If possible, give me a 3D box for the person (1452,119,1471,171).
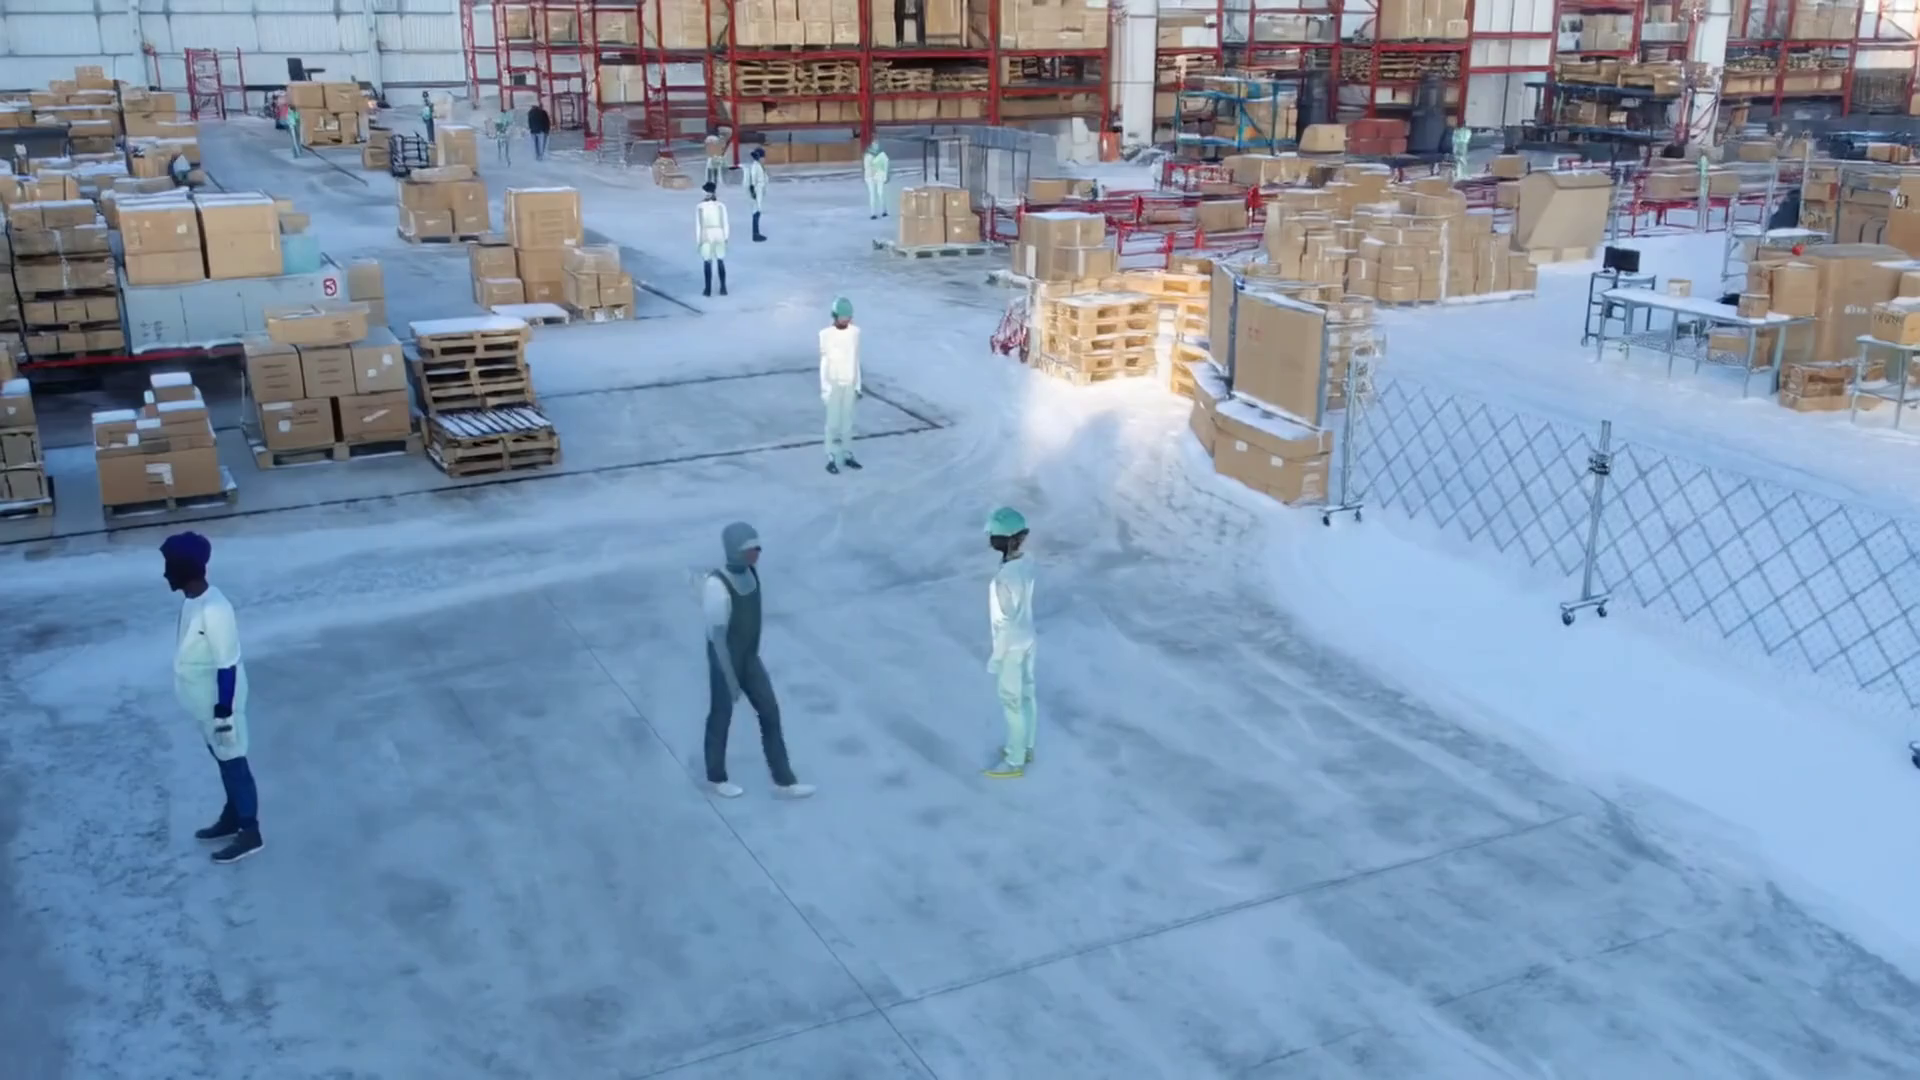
[{"bbox_3d":[14.559,-11.402,48.327,0.525,1.668,0.753,8,19,23],"label":"person"}]

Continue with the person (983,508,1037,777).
[{"bbox_3d":[0.311,0.651,10.600,0.331,1.768,0.526,8,19,22],"label":"person"}]

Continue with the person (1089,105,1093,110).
[{"bbox_3d":[5.351,-18.176,69.145,0.677,1.896,0.713,-1,18,-4],"label":"person"}]

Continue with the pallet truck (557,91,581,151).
[{"bbox_3d":[-13.495,-14.412,57.188,0.823,1.965,1.885,-3,18,-9],"label":"pallet truck"}]

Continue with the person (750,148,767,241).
[{"bbox_3d":[-4.228,-7.276,35.063,0.398,1.928,0.541,-3,18,-10],"label":"person"}]

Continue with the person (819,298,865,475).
[{"bbox_3d":[-1.238,-1.625,17.542,0.516,1.865,0.329,-14,22,-37],"label":"person"}]

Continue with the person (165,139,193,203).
[{"bbox_3d":[-17.293,-7.944,36.955,1.046,2.000,0.688,-7,19,-22],"label":"person"}]

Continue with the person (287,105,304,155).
[{"bbox_3d":[-22.193,-13.671,55.453,0.308,1.641,0.514,7,19,19],"label":"person"}]

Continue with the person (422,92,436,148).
[{"bbox_3d":[-18.669,-14.758,58.412,0.396,1.911,0.588,-16,24,-41],"label":"person"}]

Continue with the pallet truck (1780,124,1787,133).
[{"bbox_3d":[25.206,-12.542,52.601,1.601,1.201,0.680,0,18,-2],"label":"pallet truck"}]

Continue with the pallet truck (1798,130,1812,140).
[{"bbox_3d":[25.526,-11.556,49.408,1.630,1.274,0.653,-9,20,-26],"label":"pallet truck"}]

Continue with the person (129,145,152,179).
[{"bbox_3d":[-18.183,-7.863,37.042,0.588,1.832,0.450,3,18,9],"label":"person"}]

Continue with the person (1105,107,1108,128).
[{"bbox_3d":[5.923,-16.714,64.964,0.517,1.616,0.529,0,18,-1],"label":"person"}]

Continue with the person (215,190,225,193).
[{"bbox_3d":[-12.062,-4.770,27.266,0.390,1.913,0.587,3,18,8],"label":"person"}]

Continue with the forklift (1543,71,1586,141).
[{"bbox_3d":[18.685,-13.231,52.085,1.873,2.768,1.129,-9,20,-26],"label":"forklift"}]

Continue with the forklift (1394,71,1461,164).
[{"bbox_3d":[14.939,-13.381,52.552,1.873,2.768,1.129,-9,20,-26],"label":"forklift"}]

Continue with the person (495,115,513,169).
[{"bbox_3d":[-13.909,-12.164,50.783,0.525,1.617,0.553,-1,18,-4],"label":"person"}]

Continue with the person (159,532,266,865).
[{"bbox_3d":[-4.277,0.894,9.521,0.369,1.967,0.601,-12,21,-33],"label":"person"}]

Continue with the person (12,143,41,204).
[{"bbox_3d":[-20.757,-7.883,37.038,0.572,1.876,0.355,0,18,1],"label":"person"}]

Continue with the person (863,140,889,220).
[{"bbox_3d":[-1.944,-8.373,38.649,0.593,1.822,0.470,4,18,13],"label":"person"}]

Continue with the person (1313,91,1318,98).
[{"bbox_3d":[12.847,-15.404,60.573,0.440,1.810,0.609,-7,19,-22],"label":"person"}]

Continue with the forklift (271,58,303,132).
[{"bbox_3d":[-26.312,-17.697,66.005,1.873,2.768,1.129,-13,22,-34],"label":"forklift"}]

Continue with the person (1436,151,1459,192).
[{"bbox_3d":[11.059,-8.008,37.811,0.498,1.632,0.289,5,18,15],"label":"person"}]

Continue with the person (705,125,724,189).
[{"bbox_3d":[-6.652,-10.377,45.092,0.537,1.696,0.321,-9,20,-27],"label":"person"}]

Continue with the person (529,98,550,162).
[{"bbox_3d":[-13.469,-13.160,53.349,0.647,1.950,0.928,-2,18,-7],"label":"person"}]

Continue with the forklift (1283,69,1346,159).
[{"bbox_3d":[11.615,-13.871,54.079,1.129,2.768,1.873,-9,20,-27],"label":"forklift"}]

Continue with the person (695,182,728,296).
[{"bbox_3d":[-4.228,-5.124,28.345,0.543,1.928,0.372,-3,18,-9],"label":"person"}]

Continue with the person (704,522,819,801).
[{"bbox_3d":[-1.269,0.784,10.102,0.862,1.807,0.540,10,20,28],"label":"person"}]
